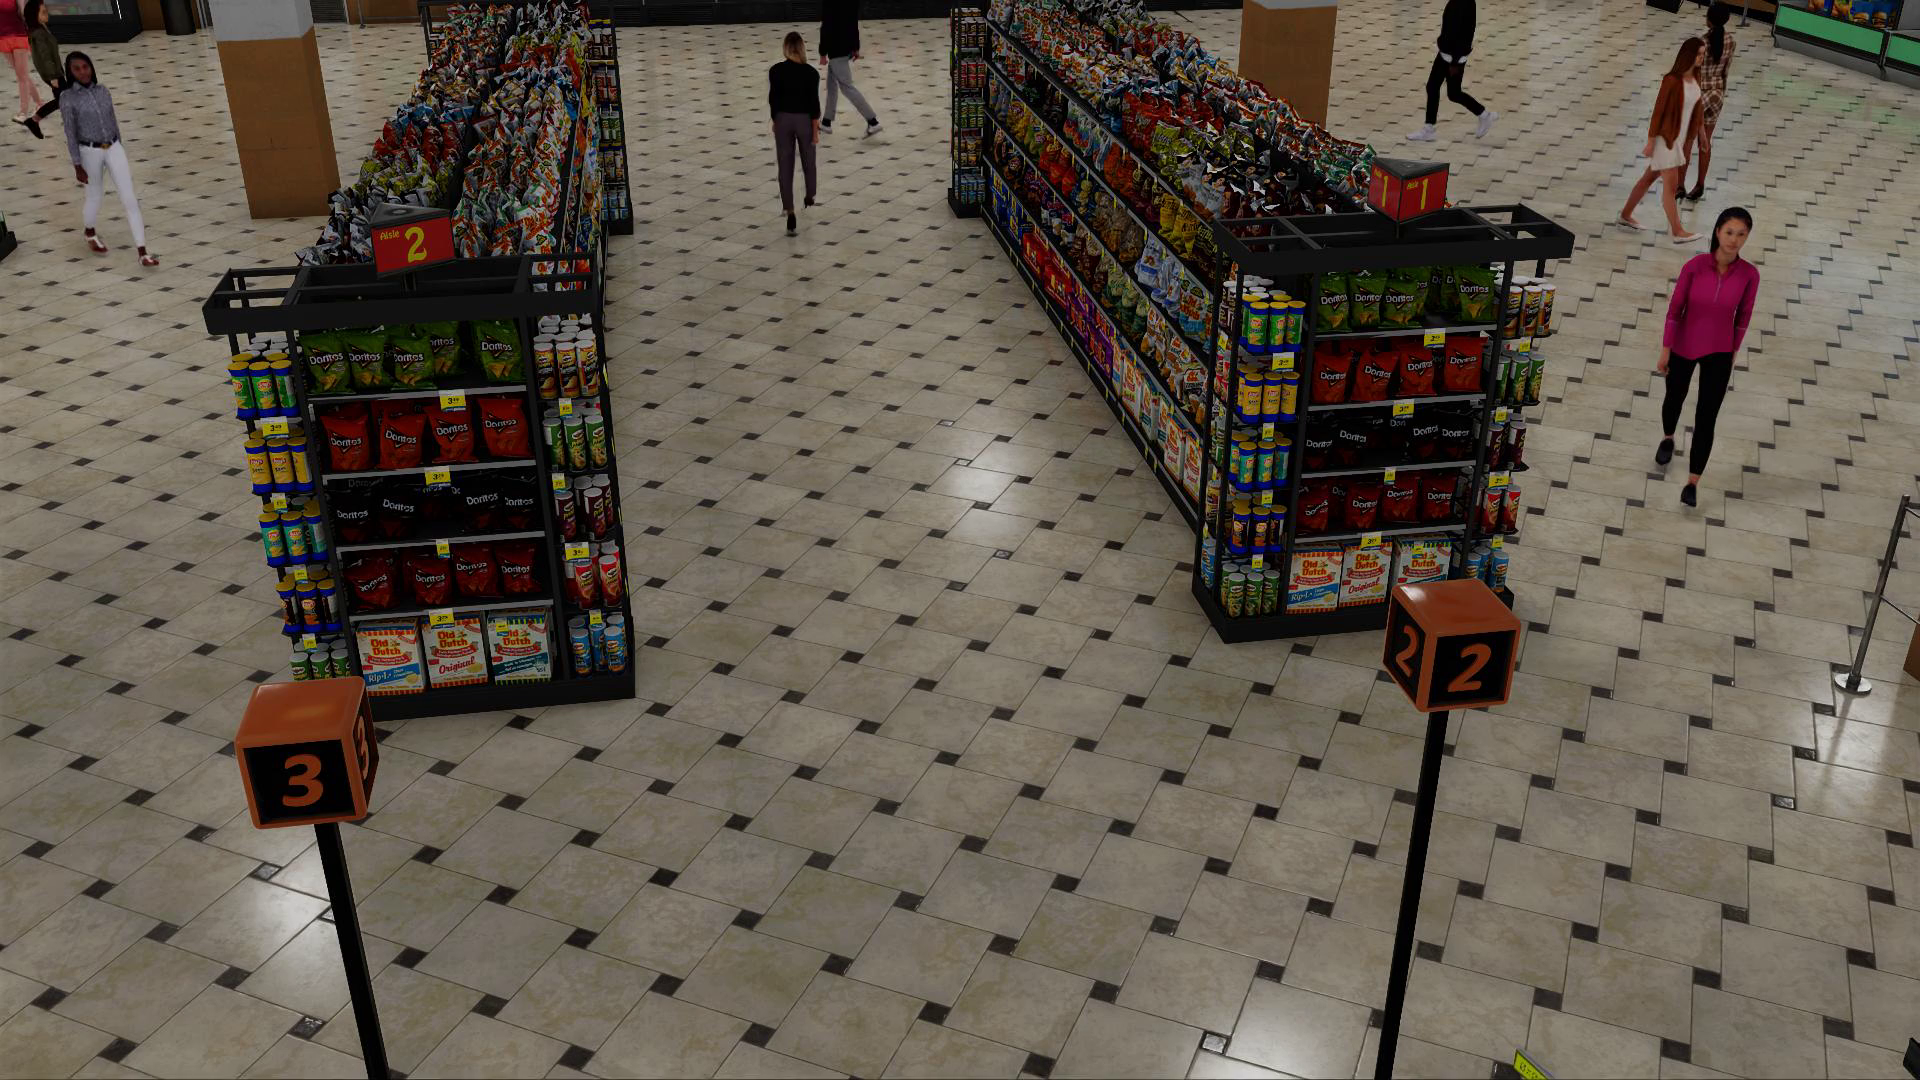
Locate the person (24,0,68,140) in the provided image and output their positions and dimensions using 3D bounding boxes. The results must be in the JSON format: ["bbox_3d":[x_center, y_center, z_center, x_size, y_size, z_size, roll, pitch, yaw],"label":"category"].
[{"bbox_3d":[-9.349,-4.743,16.989,0.768,1.455,0.838,-11,29,-21],"label":"person"}]

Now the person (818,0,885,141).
[{"bbox_3d":[-1.152,-5.066,17.122,1.241,1.909,1.248,14,30,25],"label":"person"}]

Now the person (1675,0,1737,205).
[{"bbox_3d":[6.714,-3.937,15.028,0.576,1.791,0.542,-6,27,-11],"label":"person"}]

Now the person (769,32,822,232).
[{"bbox_3d":[-1.428,-3.460,14.261,0.728,1.633,1.065,0,27,-1],"label":"person"}]

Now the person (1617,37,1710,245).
[{"bbox_3d":[5.918,-3.378,14.061,0.968,1.668,1.194,-20,33,-33],"label":"person"}]

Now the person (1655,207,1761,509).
[{"bbox_3d":[4.242,-1.092,9.568,1.005,1.655,1.209,11,29,20],"label":"person"}]

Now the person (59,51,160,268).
[{"bbox_3d":[-6.969,-3.049,13.398,1.245,1.681,1.104,22,34,37],"label":"person"}]

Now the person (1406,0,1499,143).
[{"bbox_3d":[5.130,-4.932,16.990,0.806,1.789,1.093,-1,27,-2],"label":"person"}]

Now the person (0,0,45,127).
[{"bbox_3d":[-10.177,-5.373,17.956,0.708,1.704,1.184,0,27,-1],"label":"person"}]
